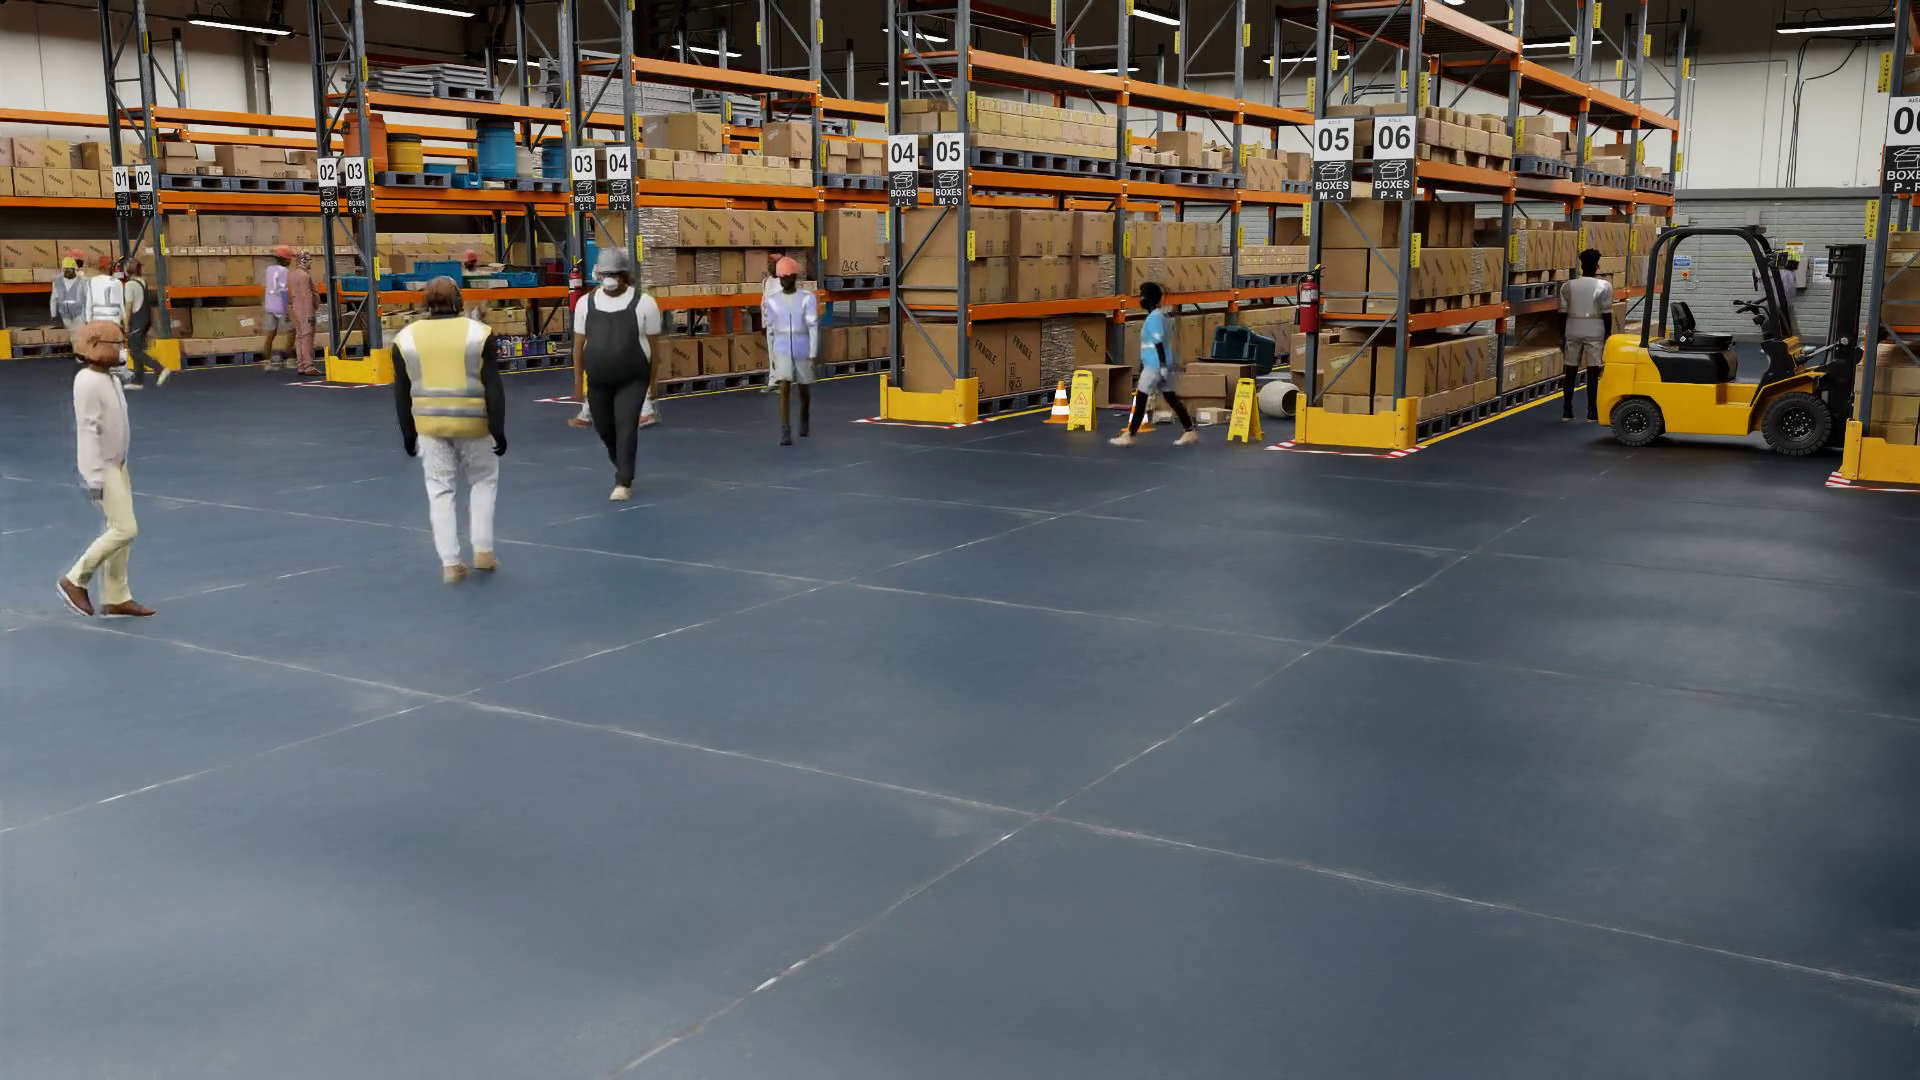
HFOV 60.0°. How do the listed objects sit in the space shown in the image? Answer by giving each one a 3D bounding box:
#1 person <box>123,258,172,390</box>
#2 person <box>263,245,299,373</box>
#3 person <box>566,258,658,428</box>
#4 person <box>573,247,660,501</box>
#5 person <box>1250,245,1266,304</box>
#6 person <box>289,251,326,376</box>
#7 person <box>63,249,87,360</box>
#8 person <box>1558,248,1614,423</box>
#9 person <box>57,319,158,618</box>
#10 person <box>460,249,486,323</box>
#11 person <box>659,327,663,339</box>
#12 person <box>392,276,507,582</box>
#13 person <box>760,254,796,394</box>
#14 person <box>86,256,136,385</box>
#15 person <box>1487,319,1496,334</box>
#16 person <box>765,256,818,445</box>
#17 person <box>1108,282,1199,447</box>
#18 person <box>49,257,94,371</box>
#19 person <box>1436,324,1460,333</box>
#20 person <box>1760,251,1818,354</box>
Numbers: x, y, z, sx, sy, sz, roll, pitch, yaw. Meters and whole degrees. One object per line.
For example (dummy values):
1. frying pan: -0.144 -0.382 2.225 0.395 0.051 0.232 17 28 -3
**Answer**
1. person: -11.248 -2.955 22.862 0.646 1.826 0.528 0 10 0
2. person: -10.654 -3.626 26.134 0.751 1.985 0.812 9 13 40
3. person: -3.791 -2.143 18.120 1.034 1.893 0.642 2 10 13
4. person: -2.753 -1.374 13.386 0.686 2.000 0.888 1 10 5
5. person: 6.703 -5.540 36.921 0.619 1.961 0.809 -5 11 -25
6. person: -10.013 -3.468 25.492 0.409 1.909 0.640 -8 13 -37
7. person: -15.274 -4.107 29.044 0.568 1.908 0.826 9 14 41
8. person: 7.083 -2.311 18.841 0.606 1.966 0.367 8 13 37
9. person: -4.565 -0.364 8.881 0.396 1.617 0.526 -2 10 -10
10. person: -8.185 -3.945 28.134 0.545 1.924 0.547 6 12 29
11. person: -6.007 -4.674 32.221 0.609 1.911 0.412 4 11 21
12. person: -3.056 -0.676 10.073 0.662 1.823 0.604 -1 10 -4
13. person: -2.446 -2.896 22.349 0.585 1.882 0.337 7 13 36
14. person: -11.841 -3.047 23.308 0.599 1.835 0.967 4 11 21
15. person: 10.899 -4.976 33.850 0.354 1.936 0.635 -3 11 -16
16. person: -1.707 -1.946 17.004 0.541 1.900 0.919 0 10 -1
17. person: 1.971 -1.733 16.500 0.885 1.645 0.545 2 10 13
18. person: -14.107 -3.568 26.368 0.616 1.799 0.831 0 10 -2
19. person: 9.259 -4.494 31.506 0.945 1.814 0.494 1 10 7
20. person: 15.105 -4.303 30.249 0.618 1.875 0.975 -9 14 -42
